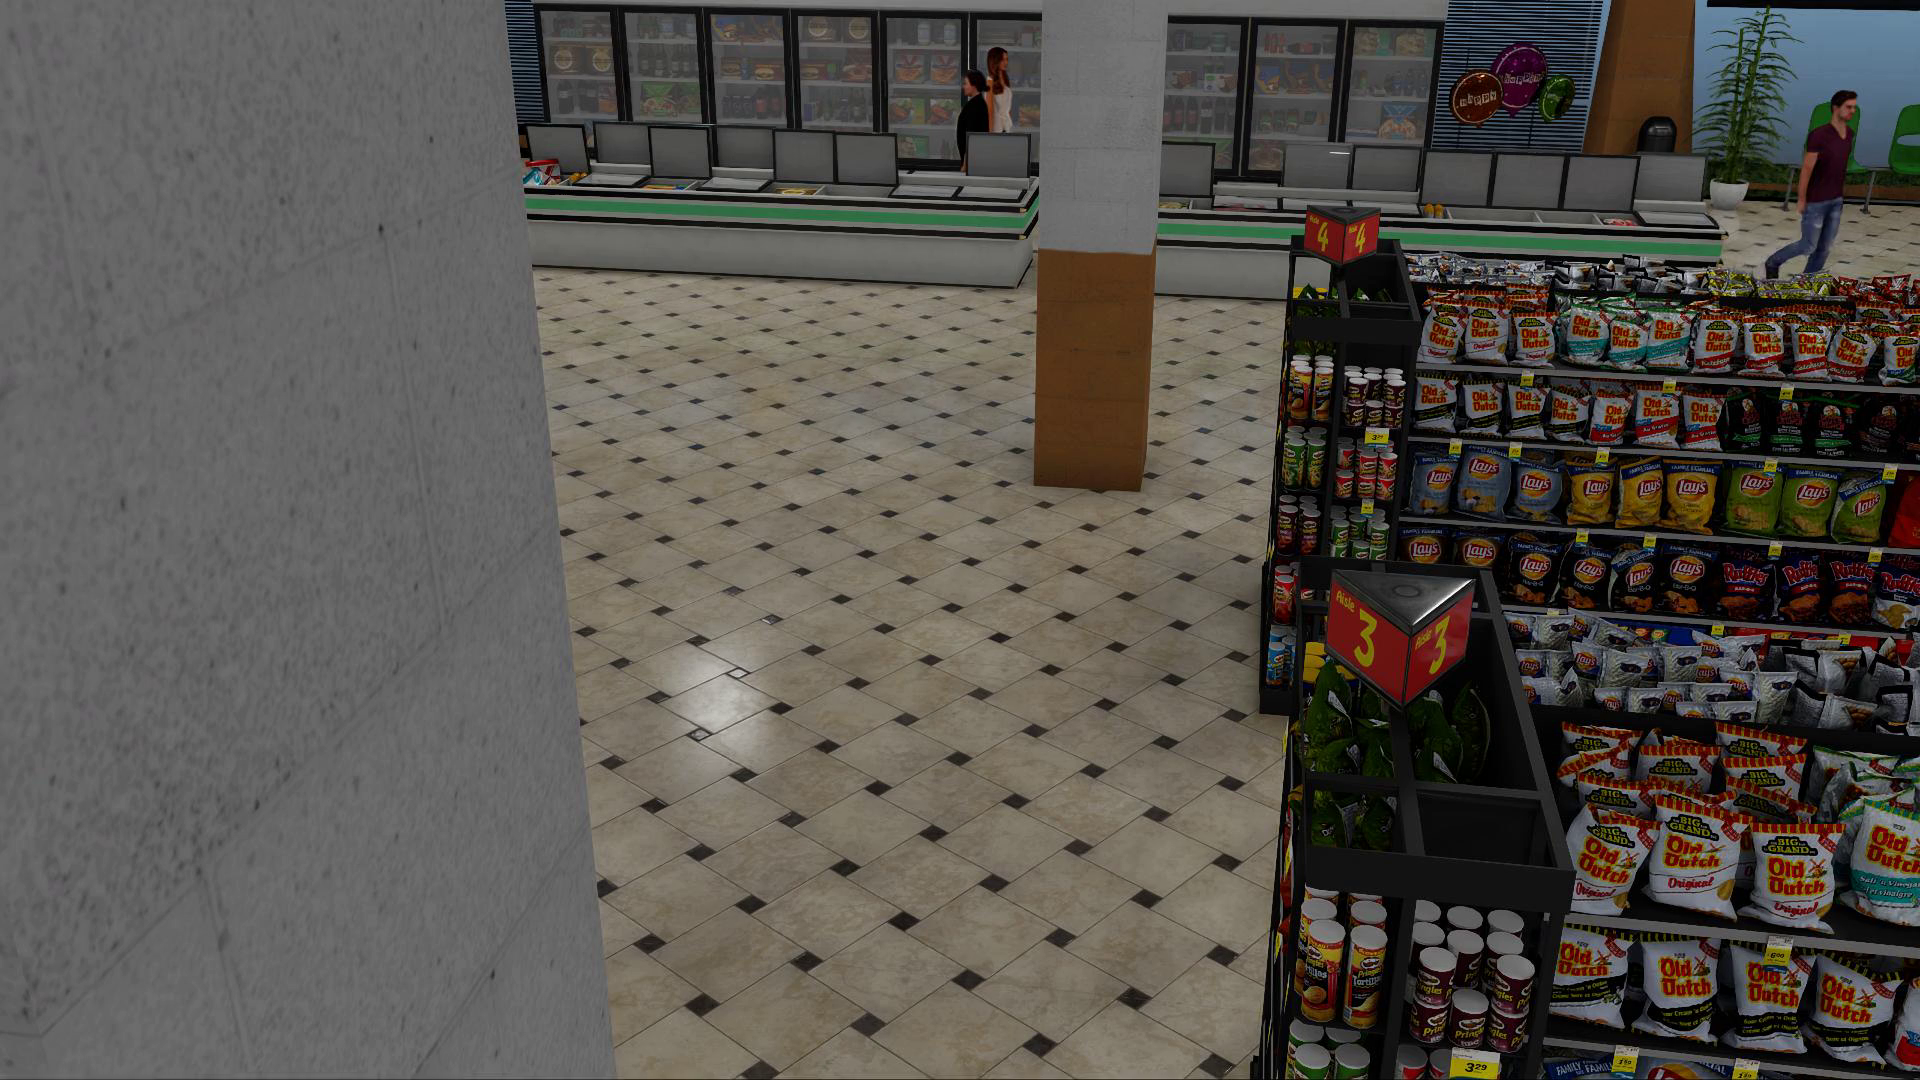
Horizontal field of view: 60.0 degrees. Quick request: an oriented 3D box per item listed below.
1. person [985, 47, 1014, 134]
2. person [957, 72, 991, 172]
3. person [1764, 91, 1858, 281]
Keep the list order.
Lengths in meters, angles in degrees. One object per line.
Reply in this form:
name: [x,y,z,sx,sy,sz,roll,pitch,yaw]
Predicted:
person: [0.381,-4.309,17.636,0.631,1.784,0.643,13,27,28]
person: [0.169,-3.762,16.467,0.553,1.719,0.627,4,24,8]
person: [7.516,-3.025,14.634,0.921,1.838,0.952,-10,26,-22]
